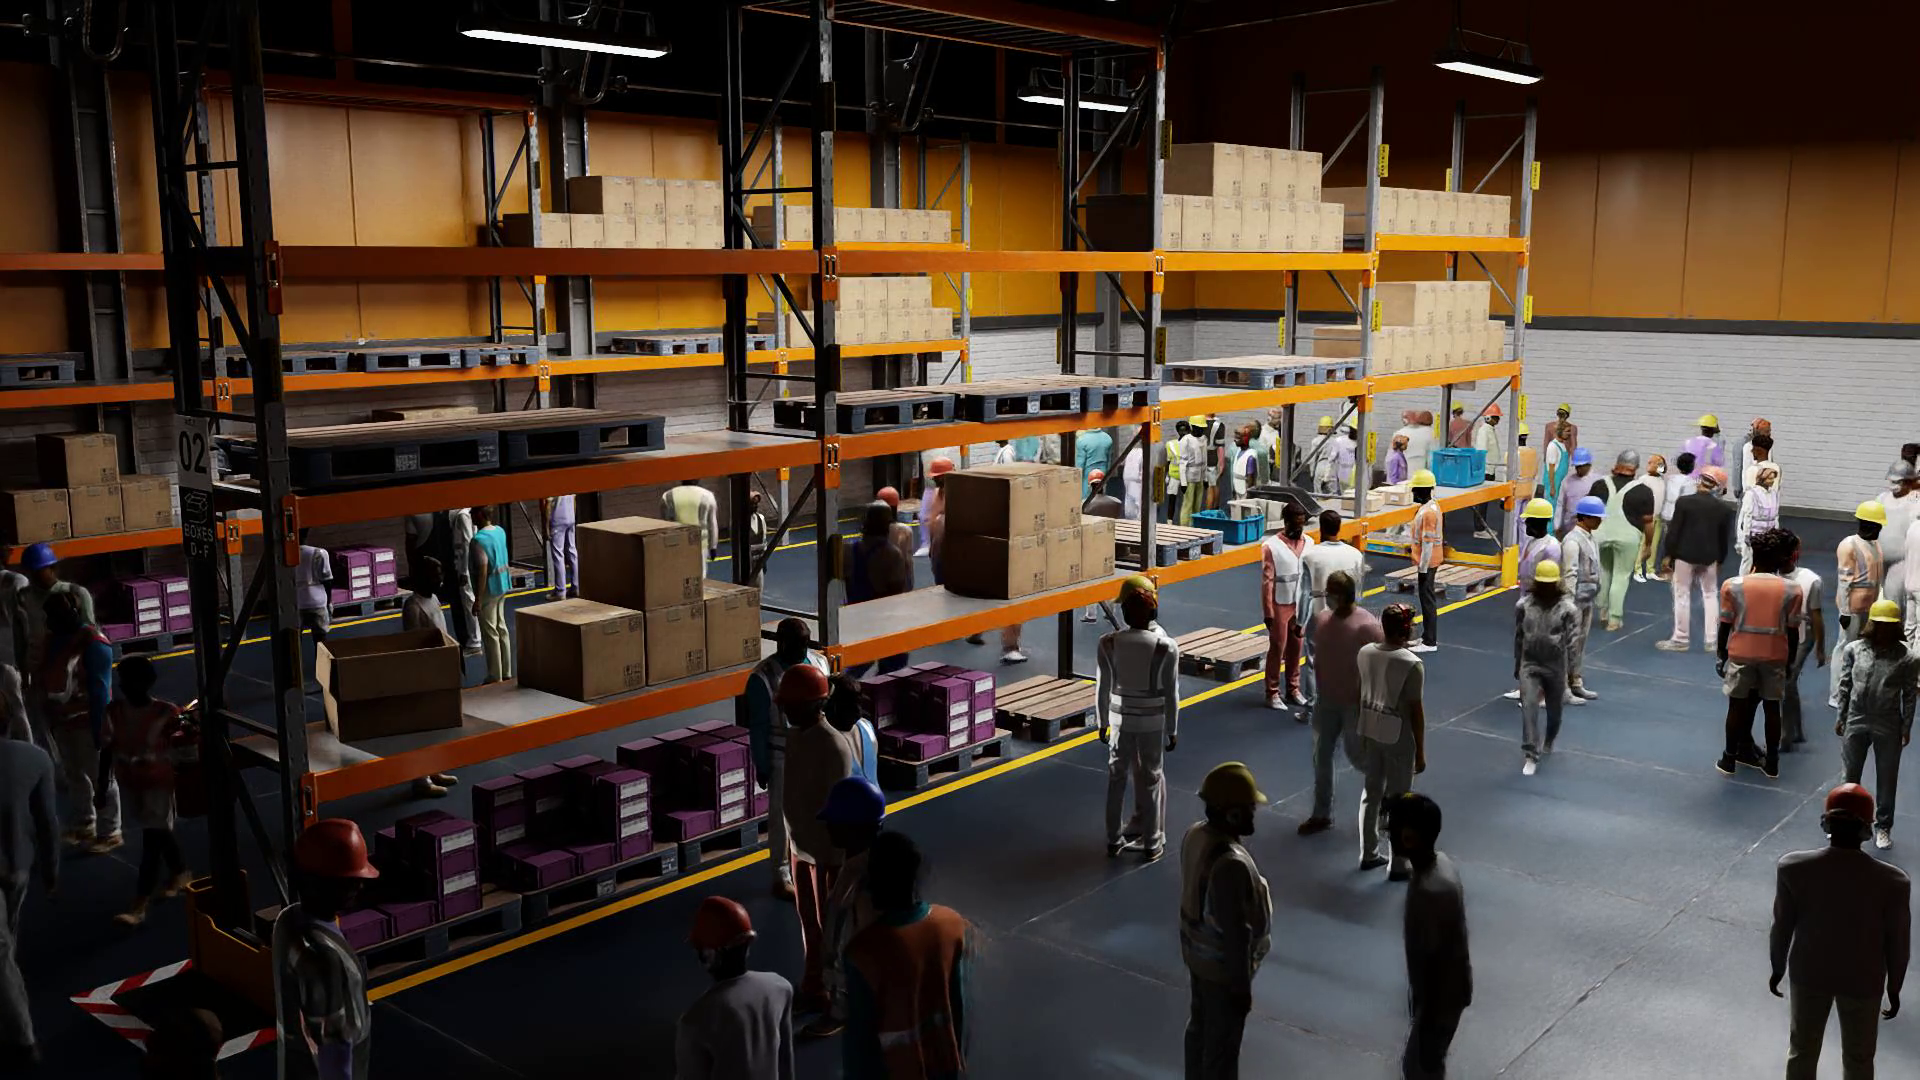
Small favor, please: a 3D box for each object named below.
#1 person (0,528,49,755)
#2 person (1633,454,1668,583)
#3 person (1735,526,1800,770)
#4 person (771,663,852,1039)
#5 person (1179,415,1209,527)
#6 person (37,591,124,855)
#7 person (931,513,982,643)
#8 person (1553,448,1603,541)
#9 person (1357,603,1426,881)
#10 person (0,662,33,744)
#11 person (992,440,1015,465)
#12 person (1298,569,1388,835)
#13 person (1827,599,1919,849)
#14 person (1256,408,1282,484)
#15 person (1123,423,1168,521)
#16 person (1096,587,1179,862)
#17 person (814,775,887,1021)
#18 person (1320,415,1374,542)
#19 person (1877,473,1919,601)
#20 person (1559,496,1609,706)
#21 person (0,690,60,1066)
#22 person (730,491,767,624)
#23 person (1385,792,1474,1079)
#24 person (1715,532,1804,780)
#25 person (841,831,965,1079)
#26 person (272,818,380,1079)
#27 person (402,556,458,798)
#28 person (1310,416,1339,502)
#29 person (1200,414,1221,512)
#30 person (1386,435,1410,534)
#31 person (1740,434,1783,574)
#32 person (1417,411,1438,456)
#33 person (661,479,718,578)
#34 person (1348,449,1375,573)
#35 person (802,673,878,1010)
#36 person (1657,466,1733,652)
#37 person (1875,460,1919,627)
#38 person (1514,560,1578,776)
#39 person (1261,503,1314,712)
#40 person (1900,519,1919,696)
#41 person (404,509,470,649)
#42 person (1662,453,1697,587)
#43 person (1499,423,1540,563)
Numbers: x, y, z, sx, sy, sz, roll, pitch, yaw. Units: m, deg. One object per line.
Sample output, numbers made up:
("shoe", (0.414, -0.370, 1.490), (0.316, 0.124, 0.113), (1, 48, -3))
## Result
("person", (-7.688, 0.868, 13.331), (0.609, 1.963, 0.367), (1, 10, 3))
("person", (8.812, -0.279, 21.160), (0.498, 1.634, 0.280), (-4, 10, -21))
("person", (6.490, 0.857, 13.407), (0.396, 1.957, 0.611), (5, 11, 28))
("person", (-0.780, 1.619, 8.793), (0.407, 1.986, 0.616), (-6, 11, -32))
("person", (3.392, -0.891, 23.996), (0.413, 1.916, 0.591), (9, 13, 44))
("person", (-6.075, 1.250, 11.460), (0.623, 1.835, 0.431), (5, 11, 28))
("person", (-0.025, 0.238, 17.842), (0.525, 1.713, 0.833), (-6, 11, -33))
("person", (7.303, -0.145, 19.594), (0.973, 1.895, 0.614), (-8, 12, -38))
("person", (2.833, 1.322, 10.970), (0.390, 1.847, 0.566), (-6, 11, -31))
("person", (-6.255, 1.405, 10.525), (0.581, 1.824, 1.041), (0, 10, 0))
("person", (0.585, -0.641, 22.580), (0.355, 1.885, 0.574), (-1, 10, -5))
("person", (2.807, 1.138, 11.875), (0.779, 1.916, 0.640), (-7, 12, -34))
("person", (6.366, 1.269, 11.587), (0.492, 1.746, 0.284), (7, 12, 37))
("person", (4.696, -1.039, 24.937), (0.656, 1.893, 0.399), (-7, 12, -37))
("person", (2.505, -0.761, 22.828), (0.535, 2.000, 0.694), (-6, 11, -31))
("person", (1.201, 1.251, 11.305), (0.577, 1.880, 0.352), (3, 10, 20))
("person", (-0.408, 1.933, 7.015), (0.389, 1.949, 0.604), (-1, 10, -7))
("person", (5.533, -0.845, 23.776), (0.645, 1.877, 0.840), (6, 11, 34))
("person", (10.527, 0.085, 18.674), (0.354, 1.738, 0.575), (4, 10, 24))
("person", (5.707, 0.550, 15.313), (0.414, 1.940, 0.606), (8, 12, 38))
("person", (-5.014, 1.707, 8.577), (0.978, 1.875, 0.655), (7, 12, 37))
("person", (-2.264, 0.279, 17.855), (0.314, 1.631, 0.519), (8, 12, 39))
("person", (1.970, 1.973, 7.078), (0.403, 1.854, 0.610), (3, 10, 19))
("person", (6.289, 0.909, 13.124), (0.603, 1.957, 0.385), (3, 10, 18))
("person", (-0.168, 2.062, 6.405), (0.677, 1.894, 0.603), (9, 13, 42))
("person", (-2.326, 2.028, 6.203), (0.392, 2.033, 0.605), (-6, 11, -32))
("person", (-4.070, 1.031, 12.713), (0.332, 1.844, 0.508), (0, 10, 1))
("person", (5.543, -1.013, 25.243), (0.485, 1.737, 0.321), (0, 10, -3))
("person", (3.975, -1.315, 26.478), (0.388, 1.930, 0.544), (-1, 10, -9))
("person", (6.201, -0.684, 23.604), (0.313, 1.630, 0.527), (4, 10, 24))
("person", (9.841, -0.320, 20.460), (0.606, 1.958, 0.379), (-6, 11, -32))
("person", (7.729, -1.351, 27.688), (0.511, 1.581, 0.843), (8, 12, 39))
("person", (-3.037, 0.057, 18.668), (0.651, 1.810, 0.813), (0, 10, -2))
("person", (5.288, -0.424, 21.870), (0.413, 1.687, 0.544), (3, 10, 19))
("person", (-0.651, 1.632, 9.136), (0.430, 1.845, 0.624), (6, 11, 34))
("person", (7.702, 0.206, 17.368), (0.707, 1.945, 0.396), (0, 10, -2))
("person", (9.722, 0.147, 17.408), (0.882, 2.000, 0.713), (-3, 10, -18))
("person", (4.702, 0.986, 13.372), (0.492, 1.721, 0.732), (4, 10, 24))
("person", (2.973, 0.597, 15.128), (0.599, 1.909, 0.402), (-6, 11, -33))
("person", (9.084, 0.498, 15.617), (0.373, 1.940, 0.628), (1, 10, 5))
("person", (-5.367, 0.193, 17.135), (0.682, 2.000, 0.535), (-5, 11, -27))
("person", (9.065, -0.261, 20.953), (0.446, 1.673, 0.565), (-3, 10, -16))
("person", (7.490, -0.612, 22.336), (0.592, 1.912, 0.397), (-5, 11, -29))
